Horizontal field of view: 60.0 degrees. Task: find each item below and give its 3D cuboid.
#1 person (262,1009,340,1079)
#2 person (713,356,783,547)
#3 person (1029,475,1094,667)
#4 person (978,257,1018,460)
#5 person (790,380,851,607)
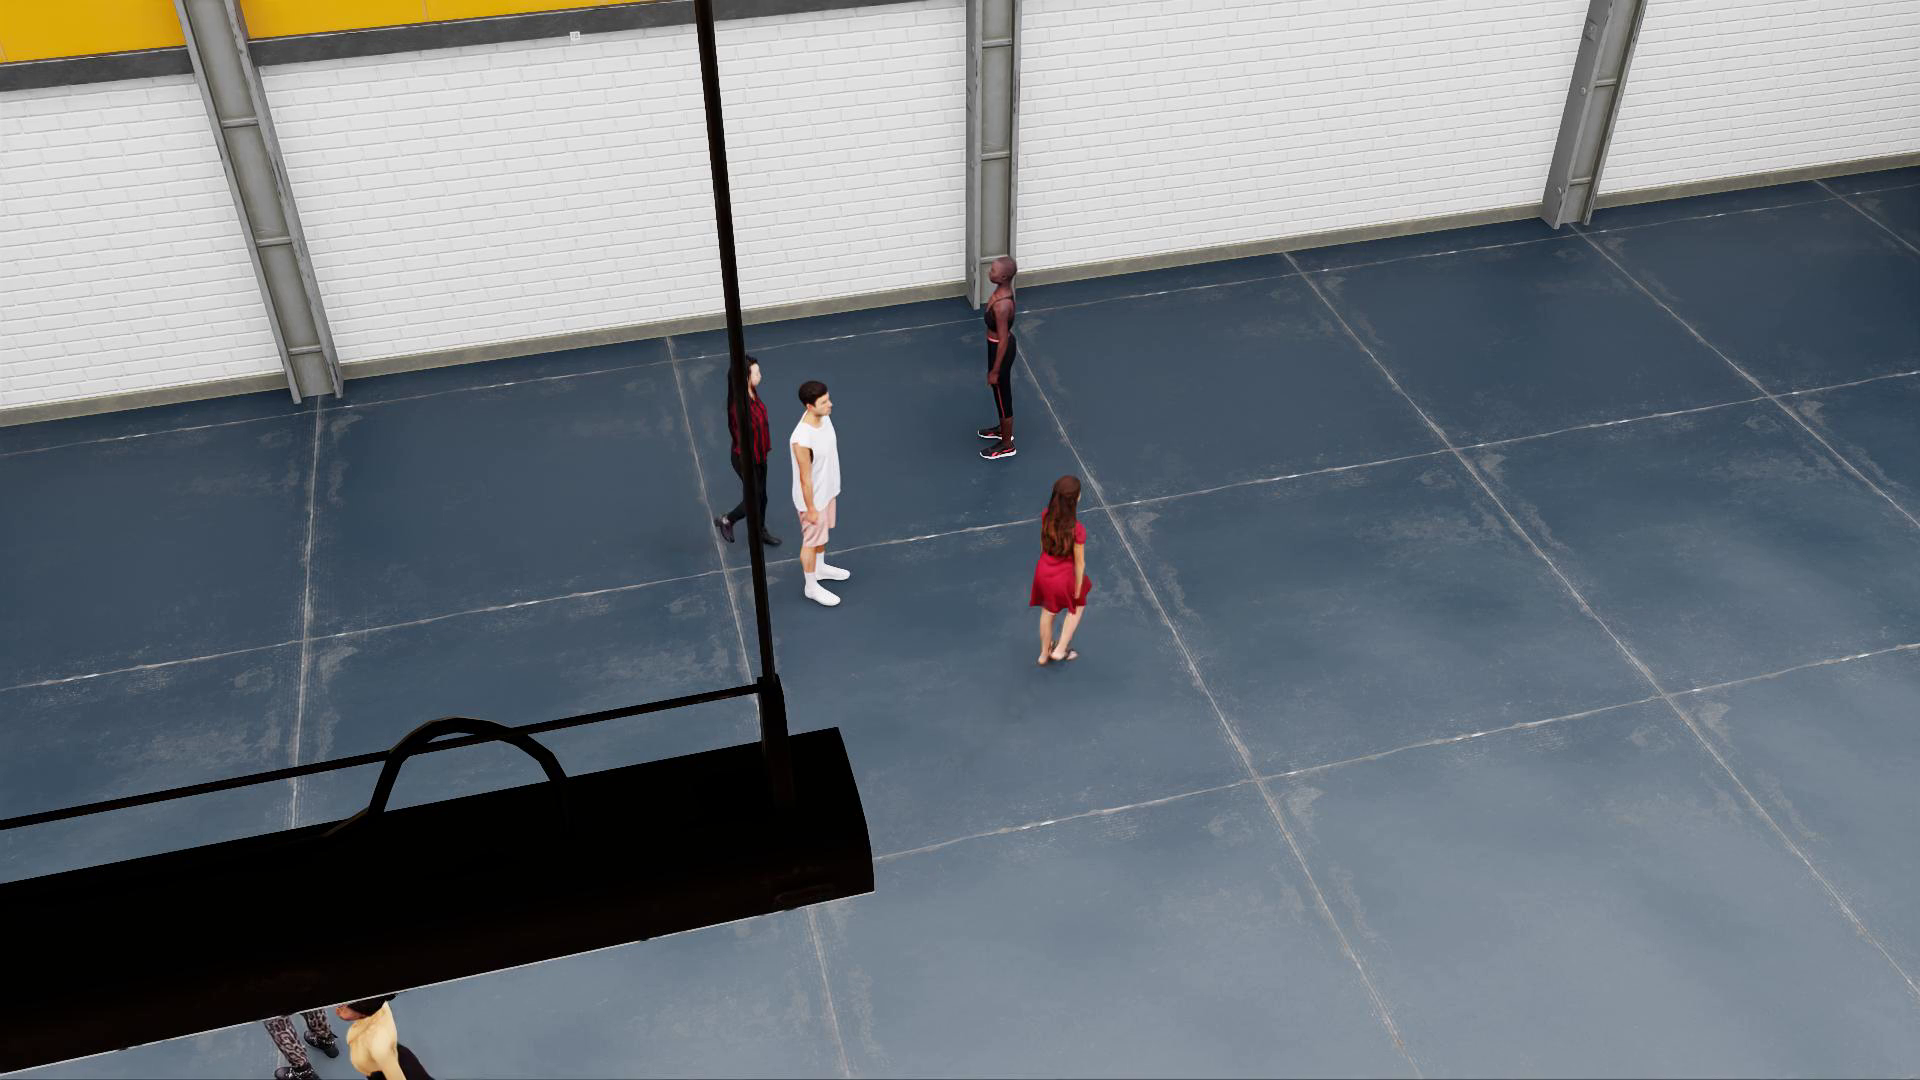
[{"bbox_3d":[-3.564,2.205,8.555,0.717,1.713,0.676,14,41,16],"label":"person"},{"bbox_3d":[-1.606,-0.605,12.129,0.815,1.644,0.713,2,39,2],"label":"person"},{"bbox_3d":[0.627,0.261,11.129,0.694,1.540,0.755,21,43,25],"label":"person"},{"bbox_3d":[0.338,-1.450,13.097,0.622,1.757,0.642,1,39,1],"label":"person"},{"bbox_3d":[-1.024,-0.362,11.709,0.747,1.788,0.733,9,40,11],"label":"person"}]
